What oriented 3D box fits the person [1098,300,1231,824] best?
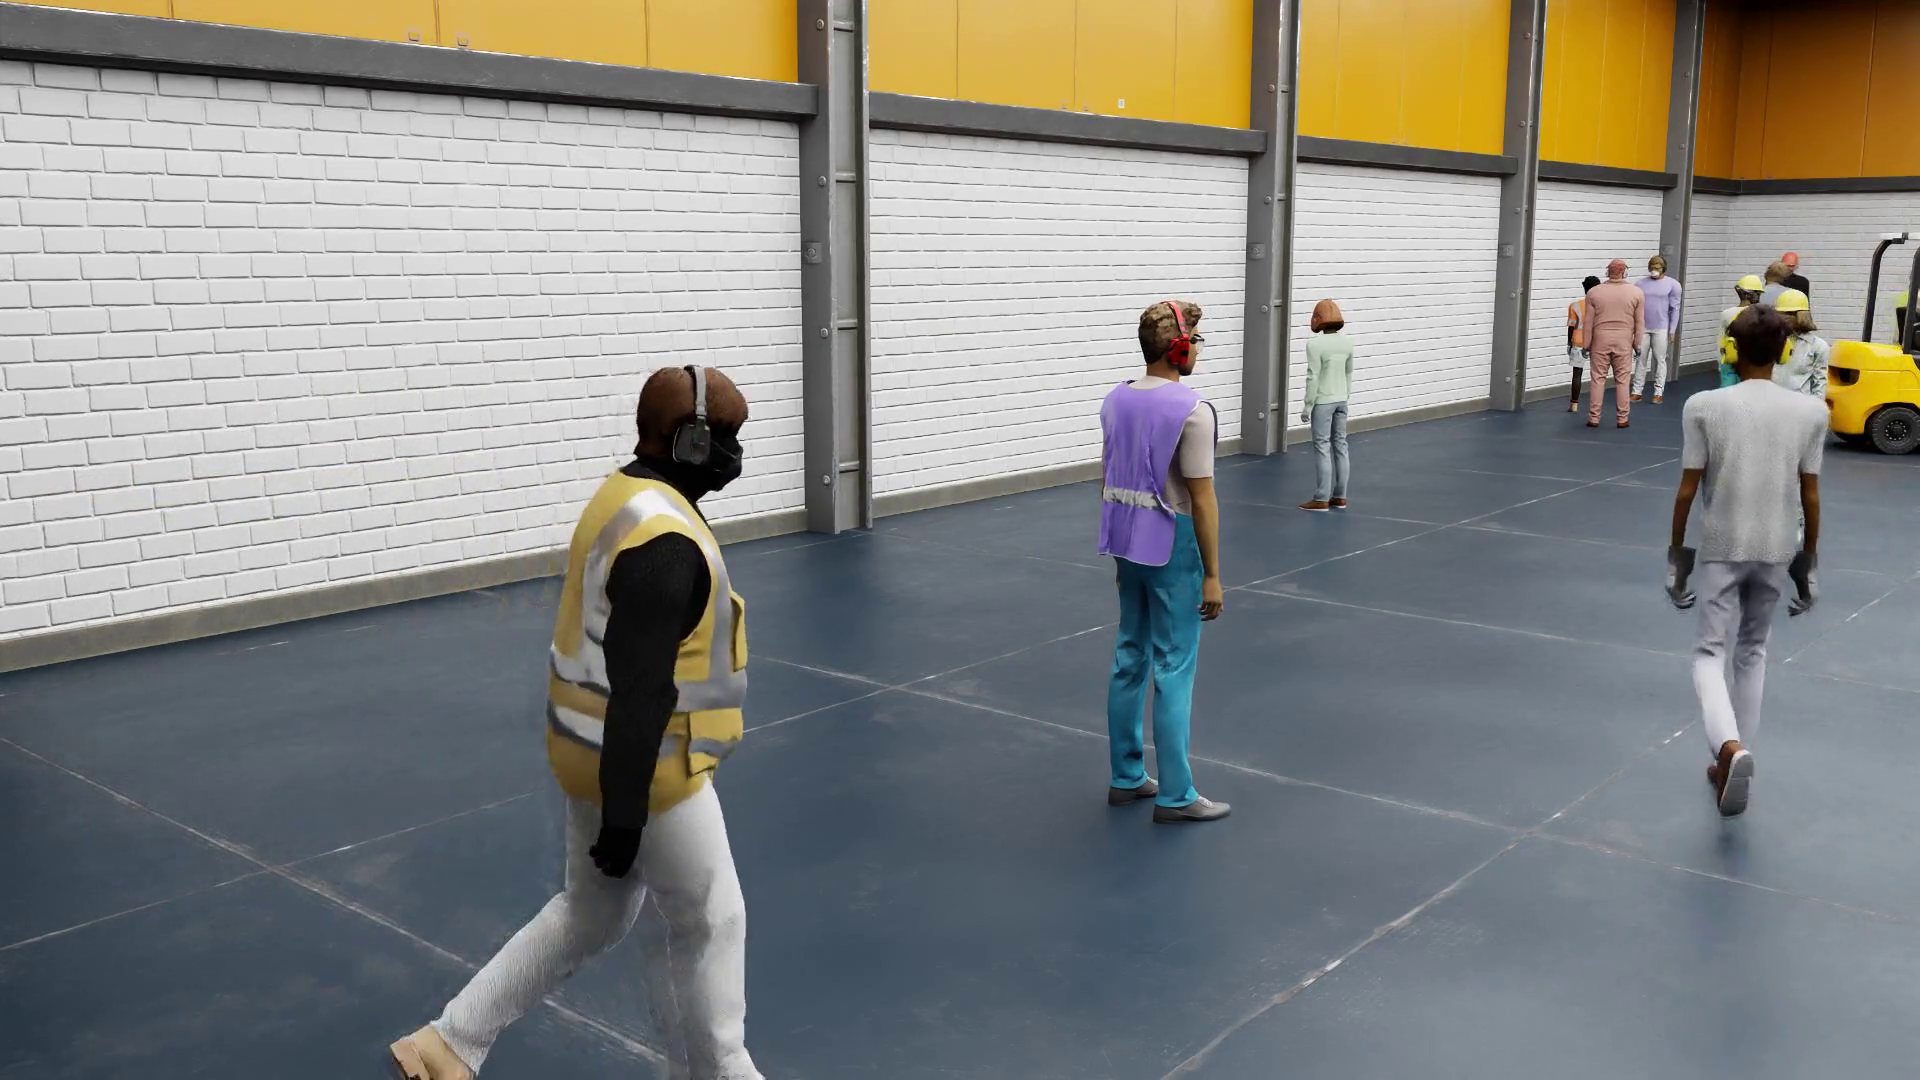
[{"bbox_3d":[0.702,0.082,5.892,0.389,1.847,0.567,-7,12,-33],"label":"person"}]

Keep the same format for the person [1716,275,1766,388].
[{"bbox_3d":[7.642,-1.697,16.257,0.329,1.765,0.525,-5,11,-26],"label":"person"}]

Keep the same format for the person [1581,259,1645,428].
[{"bbox_3d":[7.367,-2.214,18.793,0.654,1.906,0.407,3,11,18],"label":"person"}]

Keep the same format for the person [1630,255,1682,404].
[{"bbox_3d":[9.050,-2.742,21.724,0.627,1.935,0.371,9,13,41],"label":"person"}]

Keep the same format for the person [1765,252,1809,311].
[{"bbox_3d":[12.122,-3.255,24.568,0.630,1.953,0.948,9,13,41],"label":"person"}]

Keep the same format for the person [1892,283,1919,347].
[{"bbox_3d":[10.294,-2.020,17.924,0.433,1.824,0.658,0,10,-1],"label":"person"}]

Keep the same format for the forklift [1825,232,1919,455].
[{"bbox_3d":[9.955,-1.972,16.595,2.313,2.155,1.214,1,10,8],"label":"forklift"}]

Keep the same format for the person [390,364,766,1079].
[{"bbox_3d":[-0.814,0.505,3.698,0.873,1.794,0.636,-4,11,-21],"label":"person"}]

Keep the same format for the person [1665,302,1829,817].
[{"bbox_3d":[2.819,0.078,5.955,0.519,1.840,0.733,2,10,13],"label":"person"}]

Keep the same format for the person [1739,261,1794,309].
[{"bbox_3d":[8.360,-1.938,17.253,0.678,1.894,0.589,0,10,0],"label":"person"}]

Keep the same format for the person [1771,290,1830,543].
[{"bbox_3d":[5.689,-0.848,11.481,0.489,1.744,0.295,9,13,41],"label":"person"}]

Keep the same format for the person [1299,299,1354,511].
[{"bbox_3d":[2.836,-1.039,12.877,0.500,1.633,0.289,-7,12,-35],"label":"person"}]

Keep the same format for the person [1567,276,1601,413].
[{"bbox_3d":[7.747,-2.406,20.513,0.530,1.689,0.321,3,10,15],"label":"person"}]
